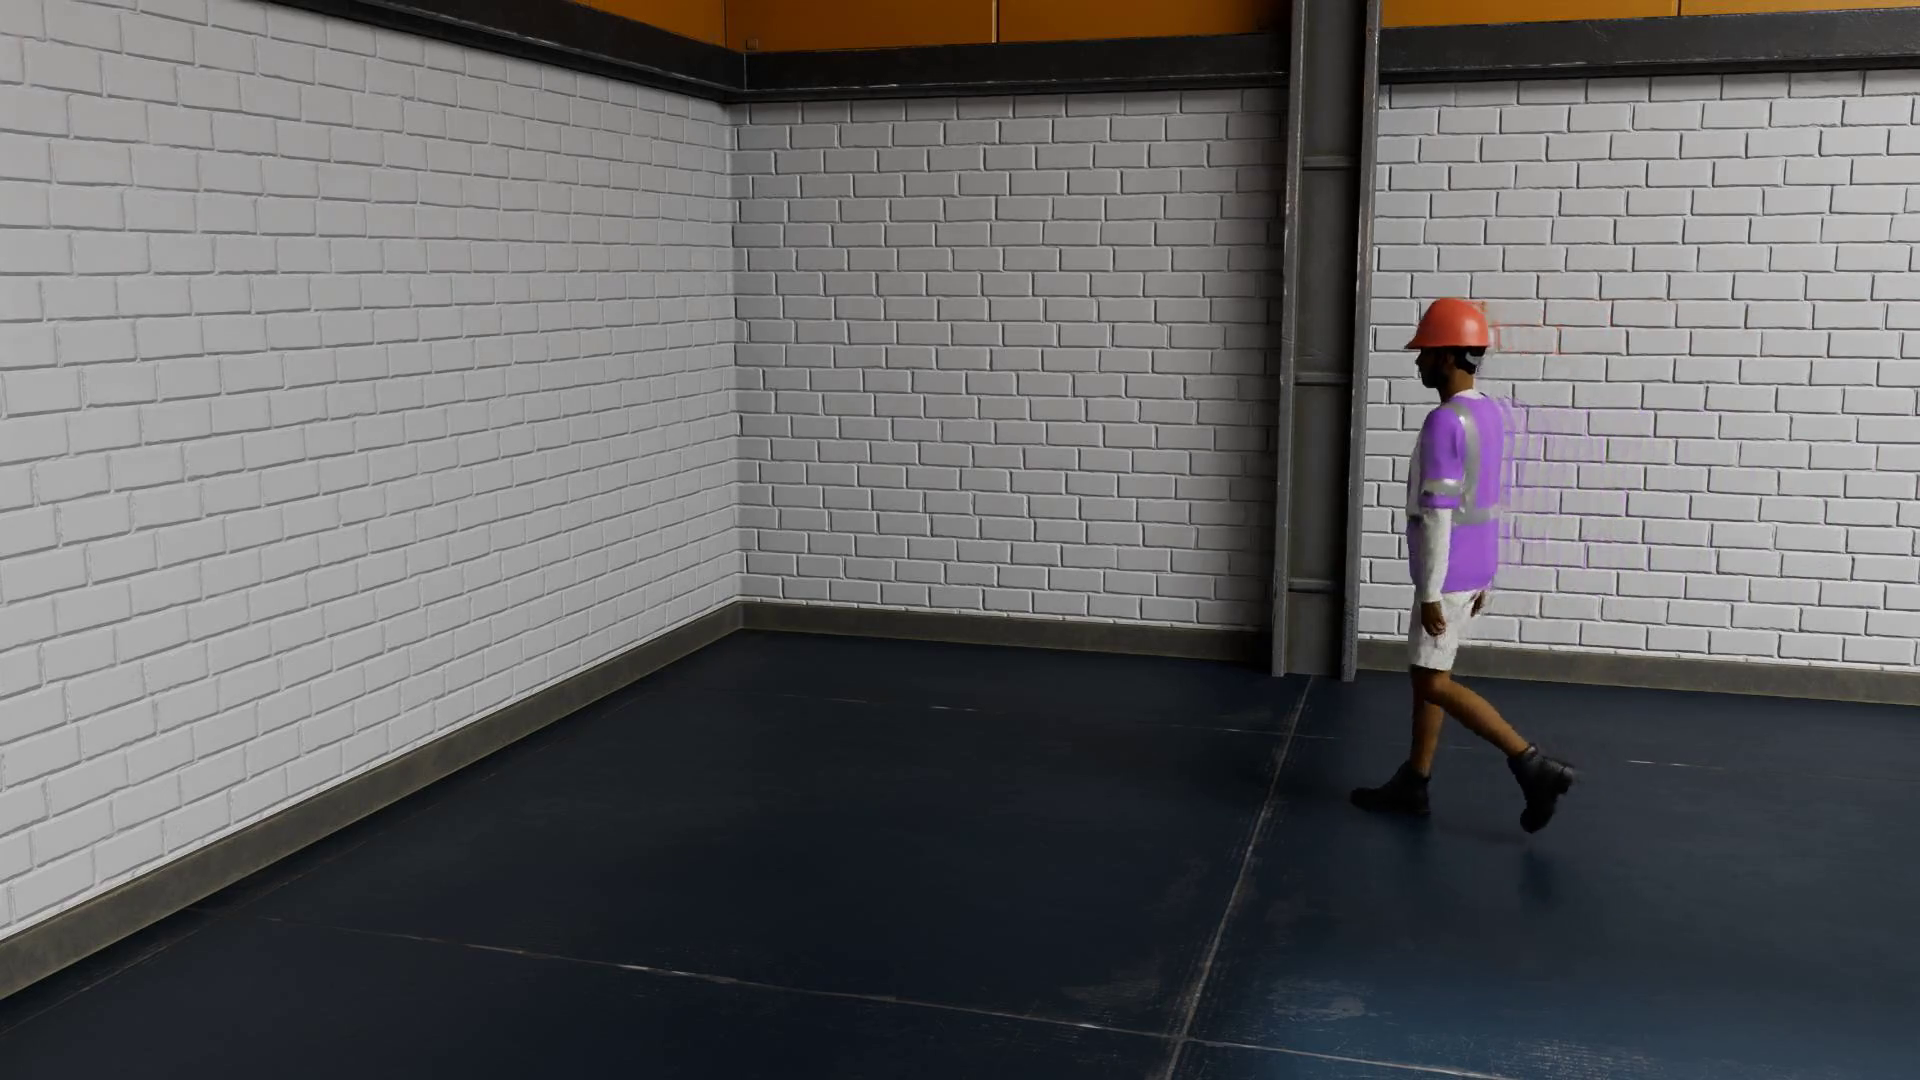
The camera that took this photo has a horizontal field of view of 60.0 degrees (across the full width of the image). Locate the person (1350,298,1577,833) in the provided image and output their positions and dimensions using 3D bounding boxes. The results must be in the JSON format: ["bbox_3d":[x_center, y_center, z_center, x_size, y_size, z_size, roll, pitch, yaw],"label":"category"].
[{"bbox_3d":[1.815,0.108,5.898,0.770,1.919,0.546,7,11,35],"label":"person"}]
